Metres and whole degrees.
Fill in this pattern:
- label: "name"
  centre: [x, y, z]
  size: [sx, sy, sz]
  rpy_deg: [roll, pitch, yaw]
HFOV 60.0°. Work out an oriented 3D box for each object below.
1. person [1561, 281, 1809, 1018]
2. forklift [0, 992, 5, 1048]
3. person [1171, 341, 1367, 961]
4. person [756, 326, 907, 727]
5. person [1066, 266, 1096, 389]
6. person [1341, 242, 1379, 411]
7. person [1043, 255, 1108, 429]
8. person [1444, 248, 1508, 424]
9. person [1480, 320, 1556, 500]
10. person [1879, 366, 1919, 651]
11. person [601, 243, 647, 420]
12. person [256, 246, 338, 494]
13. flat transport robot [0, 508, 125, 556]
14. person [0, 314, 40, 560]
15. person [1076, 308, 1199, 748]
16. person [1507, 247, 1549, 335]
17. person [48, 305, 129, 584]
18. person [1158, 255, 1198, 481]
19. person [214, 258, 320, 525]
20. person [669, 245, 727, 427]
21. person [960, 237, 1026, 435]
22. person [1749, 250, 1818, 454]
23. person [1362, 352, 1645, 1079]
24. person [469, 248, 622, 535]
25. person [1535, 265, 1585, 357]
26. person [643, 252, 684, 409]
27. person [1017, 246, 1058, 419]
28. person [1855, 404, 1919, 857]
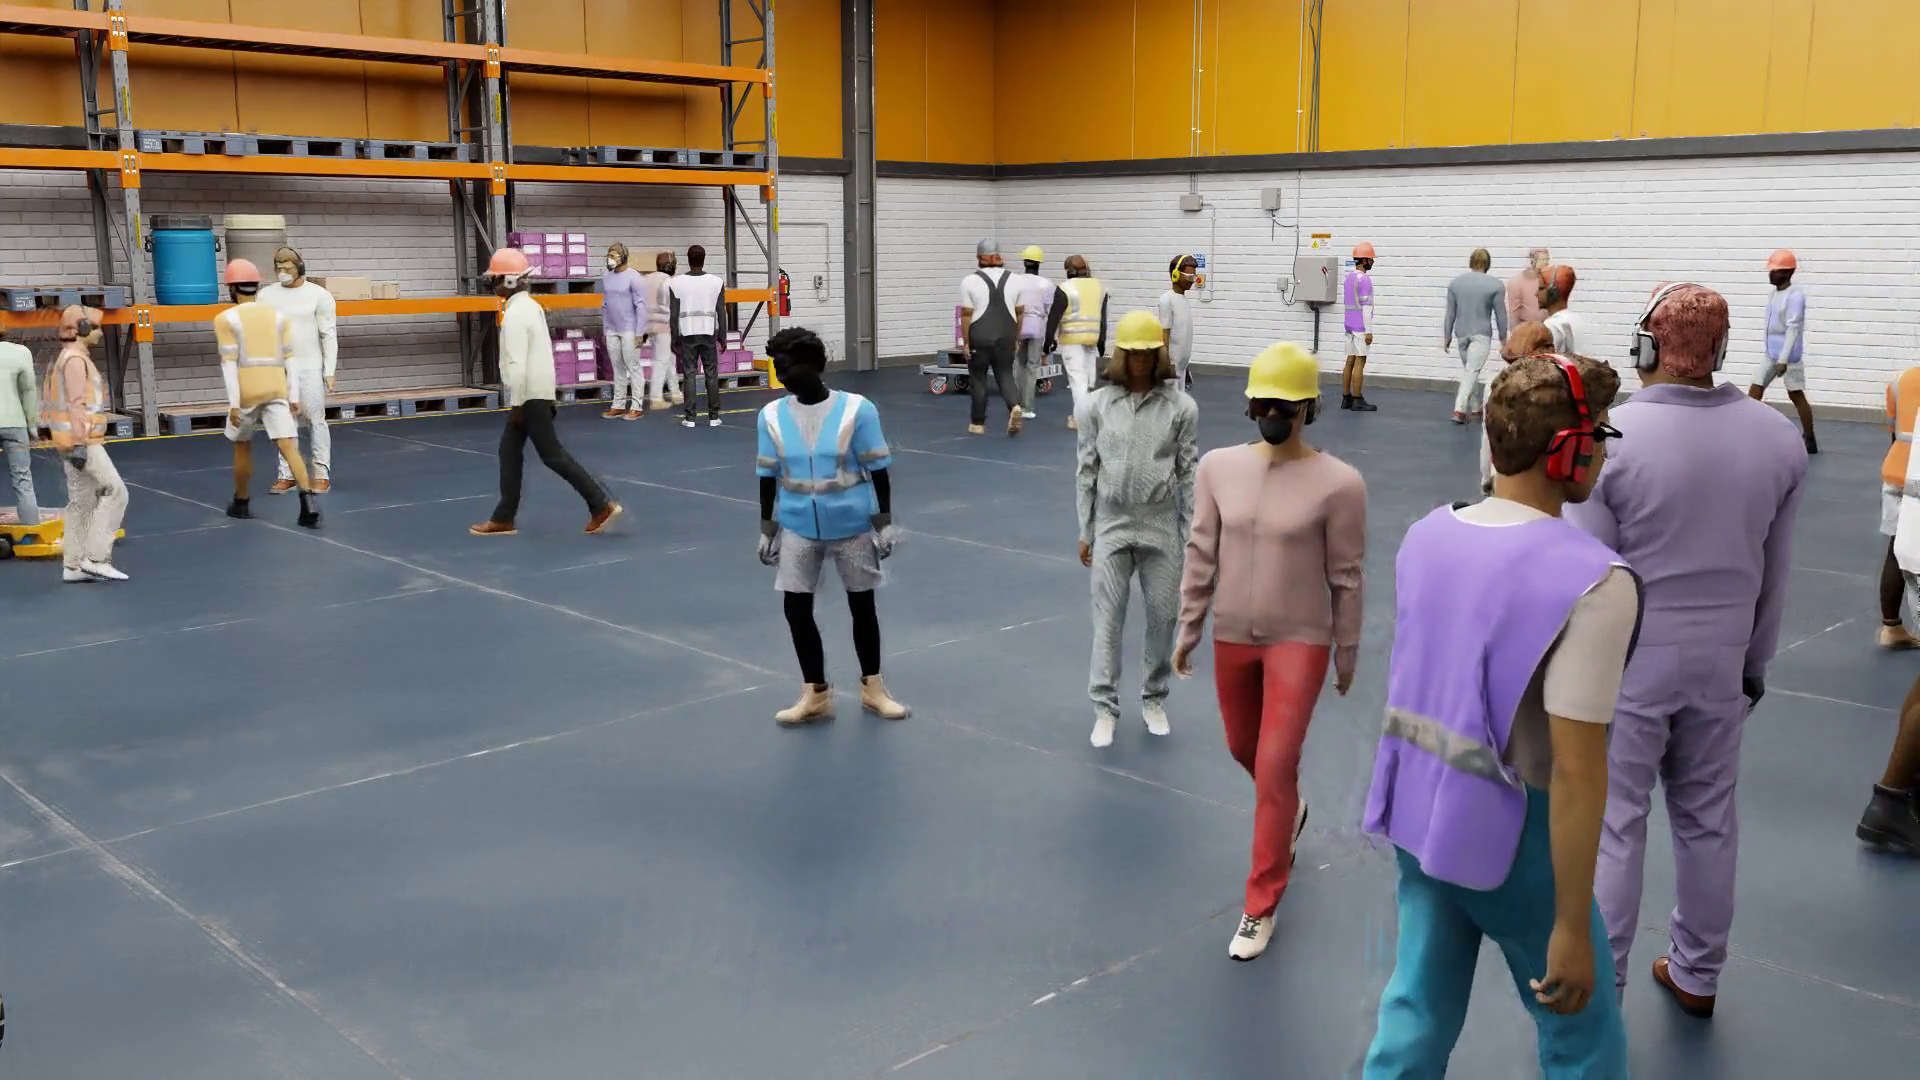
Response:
- label: "person"
  centre: [1.773, 0.304, 4.250]
  size: [0.643, 1.909, 0.410]
  rpy_deg: [-2, 11, -11]
- label: "forklift"
  centre: [-3.245, 0.323, 3.363]
  size: [2.313, 2.155, 1.214]
  rpy_deg: [2, 11, 13]
- label: "person"
  centre: [0.944, 0.267, 4.928]
  size: [0.523, 1.732, 0.839]
  rpy_deg: [7, 12, 33]
- label: "person"
  centre: [-0.518, -0.046, 6.846]
  size: [0.627, 1.661, 0.393]
  rpy_deg: [2, 11, 11]
- label: "person"
  centre: [1.617, -2.792, 21.872]
  size: [0.536, 1.638, 0.332]
  rpy_deg: [-5, 12, -27]
- label: "person"
  centre: [4.633, -2.461, 19.244]
  size: [0.358, 1.938, 0.545]
  rpy_deg: [-2, 11, -13]
- label: "person"
  centre: [1.175, -2.082, 17.529]
  size: [0.628, 1.807, 0.742]
  rpy_deg: [-7, 13, -34]
- label: "person"
  centre: [5.571, -2.203, 18.001]
  size: [0.653, 1.890, 1.033]
  rpy_deg: [9, 14, 41]
- label: "person"
  centre: [2.788, -0.302, 8.373]
  size: [0.745, 1.606, 0.510]
  rpy_deg: [-5, 12, -25]
- label: "person"
  centre: [4.713, -0.280, 8.018]
  size: [0.452, 1.680, 0.556]
  rpy_deg: [-3, 11, -16]
- label: "person"
  centre: [-3.701, -2.286, 18.288]
  size: [0.629, 1.940, 0.379]
  rpy_deg: [8, 13, 37]
- label: "person"
  centre: [-5.185, -1.317, 13.019]
  size: [0.627, 1.934, 0.372]
  rpy_deg: [0, 10, 1]
- label: "flat transport robot"
  centre: [-6.259, -0.068, 10.745]
  size: [1.431, 0.197, 0.652]
  rpy_deg: [2, 11, 9]
- label: "person"
  centre: [-5.959, -0.665, 10.273]
  size: [0.500, 1.636, 0.282]
  rpy_deg: [-10, 14, -44]
- label: "person"
  centre: [0.704, -0.045, 6.635]
  size: [0.489, 1.752, 0.343]
  rpy_deg: [0, 10, 1]
- label: "person"
  centre: [6.485, -2.363, 18.826]
  size: [0.648, 1.891, 0.411]
  rpy_deg: [-2, 11, -12]
- label: "person"
  centre: [-5.059, -0.551, 9.669]
  size: [0.480, 1.614, 0.534]
  rpy_deg: [-6, 12, -30]
- label: "person"
  centre: [1.789, -1.400, 13.662]
  size: [0.329, 1.865, 0.516]
  rpy_deg: [5, 11, 25]
- label: "person"
  centre: [-4.866, -1.033, 11.670]
  size: [1.048, 1.879, 0.558]
  rpy_deg: [9, 14, 42]
- label: "person"
  centre: [-2.773, -2.157, 17.639]
  size: [0.599, 1.917, 0.377]
  rpy_deg: [-3, 11, -14]
- label: "person"
  centre: [0.342, -2.063, 16.793]
  size: [0.693, 2.000, 0.811]
  rpy_deg: [-3, 11, -17]
- label: "person"
  centre: [7.534, -1.719, 15.359]
  size: [1.002, 1.879, 0.566]
  rpy_deg: [-1, 10, -4]
- label: "person"
  centre: [1.096, 0.567, 3.063]
  size: [0.879, 1.808, 0.601]
  rpy_deg: [-4, 11, -22]
- label: "person"
  centre: [-2.786, -0.972, 11.126]
  size: [1.010, 1.954, 0.626]
  rpy_deg: [-1, 10, -3]
- label: "person"
  centre: [3.781, -0.799, 10.448]
  size: [0.956, 1.848, 0.586]
  rpy_deg: [7, 12, 33]
- label: "person"
  centre: [-3.372, -2.452, 19.525]
  size: [0.821, 1.810, 0.662]
  rpy_deg: [-10, 14, -44]
- label: "person"
  centre: [0.813, -2.312, 18.546]
  size: [0.608, 1.891, 0.828]
  rpy_deg: [4, 11, 21]
- label: "person"
  centre: [3.263, 0.076, 5.481]
  size: [0.539, 1.909, 0.654]
  rpy_deg: [3, 11, 16]
